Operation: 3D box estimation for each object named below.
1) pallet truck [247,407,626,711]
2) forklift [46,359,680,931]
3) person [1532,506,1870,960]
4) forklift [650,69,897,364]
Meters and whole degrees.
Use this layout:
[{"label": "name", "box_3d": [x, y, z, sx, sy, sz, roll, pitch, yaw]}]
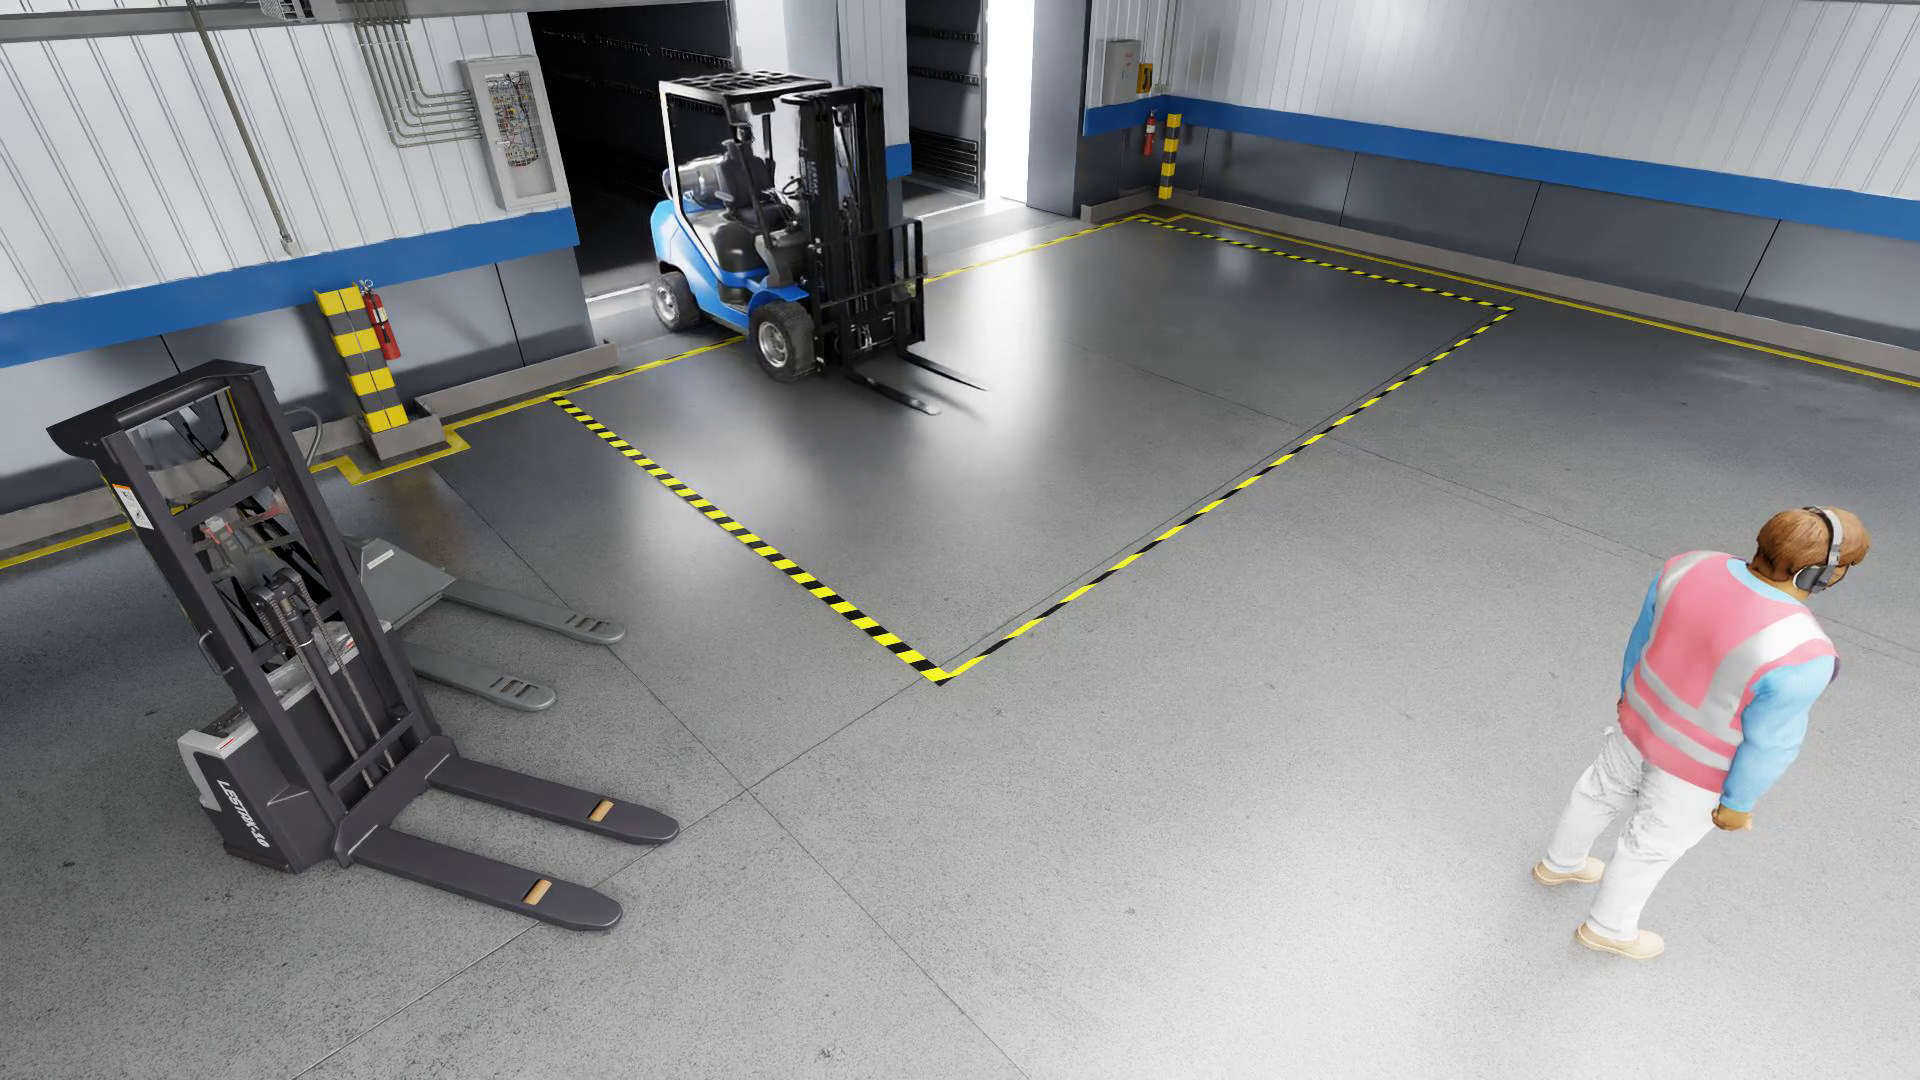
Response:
[{"label": "pallet truck", "box_3d": [-2.628, 0.038, 4.590, 1.601, 1.201, 0.680, 12, 36, 18]}, {"label": "forklift", "box_3d": [-2.135, 0.422, 3.354, 1.885, 1.965, 0.823, 10, 35, 14]}, {"label": "person", "box_3d": [2.467, 0.682, 3.108, 0.431, 1.845, 0.619, 0, 34, 0]}, {"label": "forklift", "box_3d": [-1.640, -2.847, 7.833, 2.680, 2.036, 1.157, 29, 44, 36]}]
